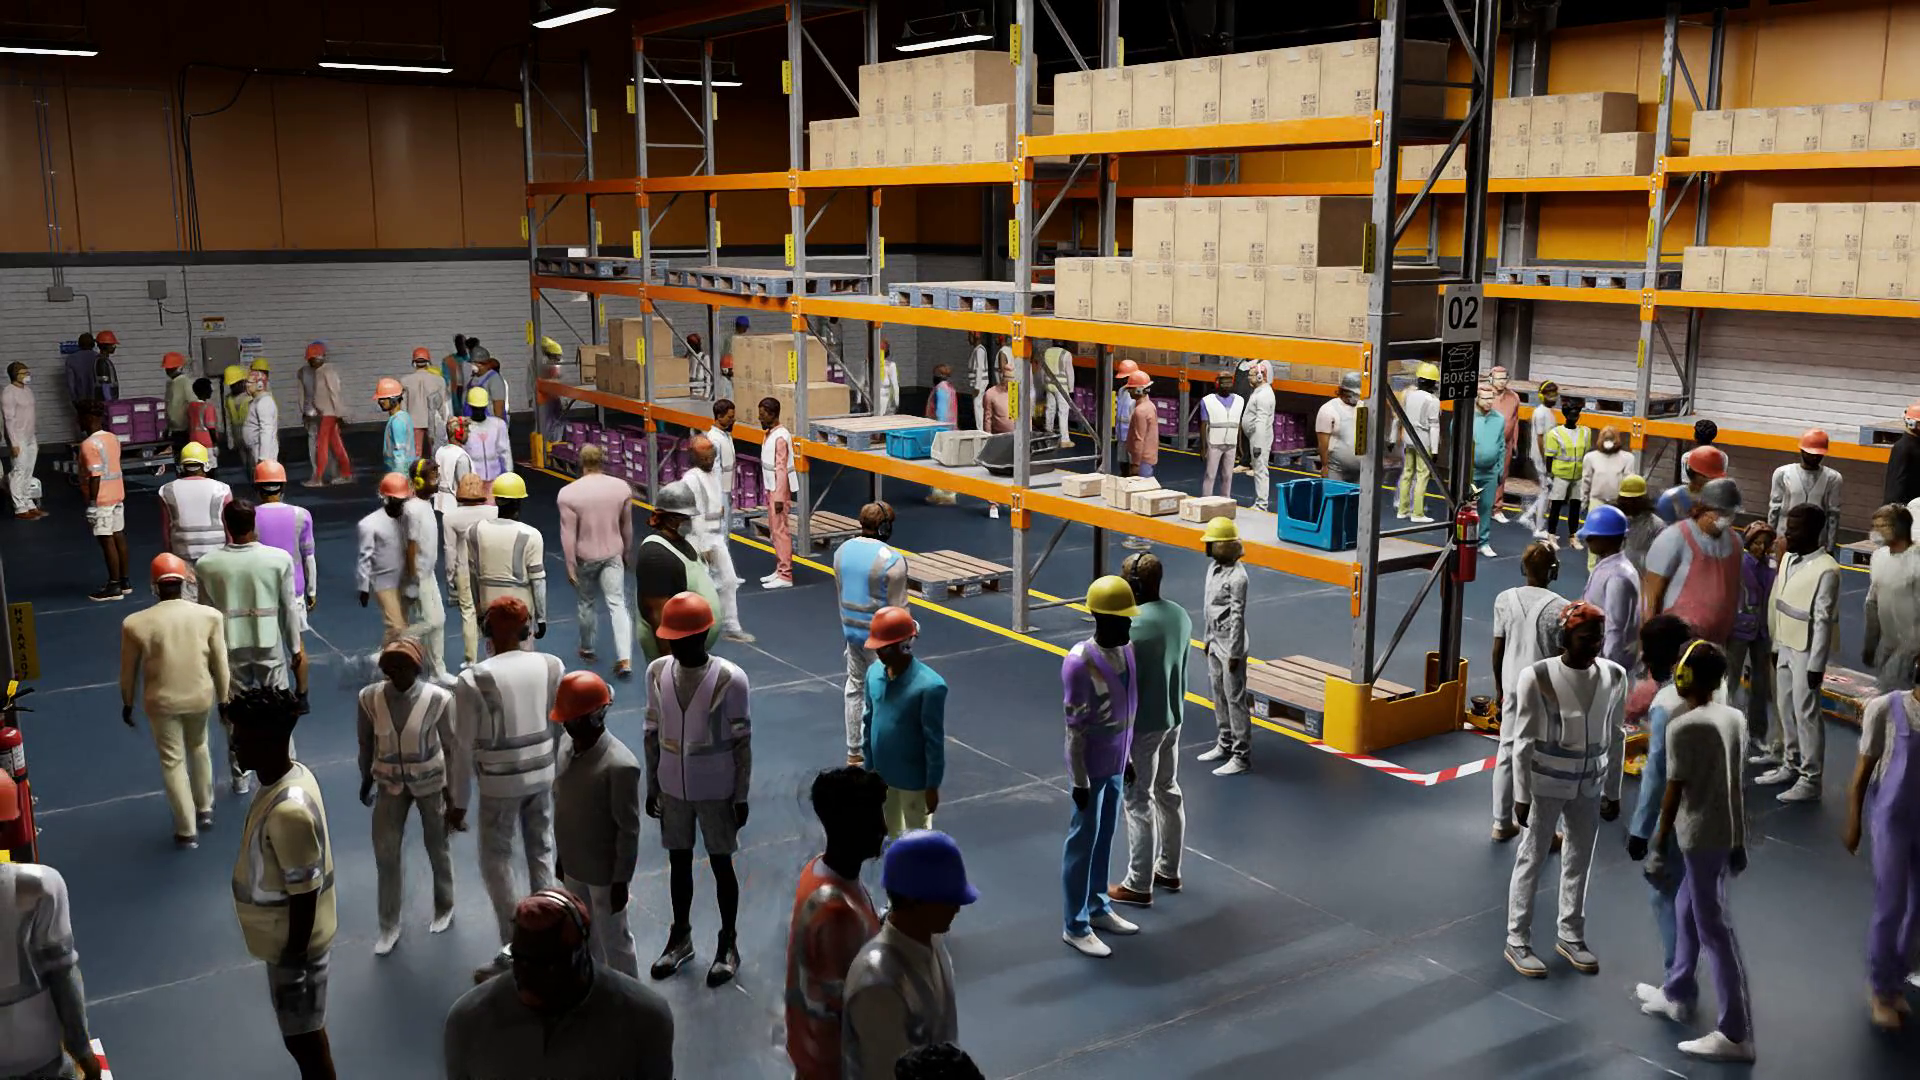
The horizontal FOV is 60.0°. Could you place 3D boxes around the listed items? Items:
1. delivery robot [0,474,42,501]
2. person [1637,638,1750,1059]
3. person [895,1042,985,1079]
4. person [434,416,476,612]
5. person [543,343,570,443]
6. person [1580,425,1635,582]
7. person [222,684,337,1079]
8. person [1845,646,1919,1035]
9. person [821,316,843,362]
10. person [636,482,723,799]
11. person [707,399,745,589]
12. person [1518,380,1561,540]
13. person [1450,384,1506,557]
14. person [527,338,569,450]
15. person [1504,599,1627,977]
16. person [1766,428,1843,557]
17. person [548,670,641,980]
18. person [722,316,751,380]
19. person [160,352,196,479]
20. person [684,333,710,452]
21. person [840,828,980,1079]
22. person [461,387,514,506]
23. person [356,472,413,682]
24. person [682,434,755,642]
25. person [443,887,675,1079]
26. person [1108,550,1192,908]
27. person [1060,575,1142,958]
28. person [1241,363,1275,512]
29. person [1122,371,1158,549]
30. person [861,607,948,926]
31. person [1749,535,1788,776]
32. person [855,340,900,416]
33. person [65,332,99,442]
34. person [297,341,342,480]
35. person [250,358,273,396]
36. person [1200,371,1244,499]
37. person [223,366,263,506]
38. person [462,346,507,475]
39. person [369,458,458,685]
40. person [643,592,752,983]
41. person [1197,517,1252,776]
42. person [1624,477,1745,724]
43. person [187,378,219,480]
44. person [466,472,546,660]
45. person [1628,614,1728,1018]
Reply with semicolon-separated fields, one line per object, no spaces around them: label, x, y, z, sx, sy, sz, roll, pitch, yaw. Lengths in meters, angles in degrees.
delivery robot;-11.846;-0.692;20.967;0.477;0.478;0.707;-9;14;-40
person;3.325;1.368;7.442;0.517;1.829;0.668;-9;14;-37
person;-0.036;2.056;4.202;0.317;1.698;0.540;-11;15;-43
person;-4.718;-0.245;15.622;0.390;1.840;0.562;-10;15;-40
person;-6.233;-2.144;25.564;0.413;1.754;0.530;-8;14;-37
person;6.591;-0.387;16.963;0.511;1.607;0.738;3;12;16
person;-2.570;1.502;6.353;0.361;1.964;0.613;-5;12;-25
person;4.355;1.341;7.523;0.519;1.826;0.615;2;11;8
person;-2.498;-3.650;32.761;0.376;1.958;0.599;7;13;34
person;-1.789;0.623;10.661;0.536;2.000;0.681;0;11;2
person;-2.383;-0.455;16.530;0.401;1.909;0.599;0;11;0
person;6.716;-0.921;19.086;0.471;1.842;0.566;8;14;37
person;5.621;-0.742;18.031;0.649;1.899;0.398;-3;11;-13
person;-6.493;-2.276;26.178;0.640;1.790;0.630;0;11;-2
person;2.959;1.207;8.114;0.575;1.877;0.343;-2;11;-11
person;7.179;-0.003;14.175;0.551;1.926;0.392;4;12;21
person;-1.634;1.416;7.353;0.559;1.747;0.331;10;15;43
person;-3.985;-3.070;29.924;0.802;1.897;0.635;5;12;23
person;-10.014;-1.433;21.364;0.661;1.979;0.420;10;15;43
person;-4.108;-2.268;25.860;0.574;1.886;0.356;8;14;35
person;-0.233;1.779;5.083;0.855;1.913;0.591;4;12;19
person;-5.032;-0.668;17.595;0.600;1.913;0.448;-7;13;-32
person;-4.398;0.324;12.990;0.554;1.730;0.580;7;13;30
person;-2.208;-0.005;14.361;0.655;1.873;0.586;4;12;19
person;-1.102;1.872;4.626;0.642;1.905;0.399;-1;11;-7
person;1.007;1.012;8.969;0.377;1.931;0.629;9;14;39
person;0.727;1.119;8.416;0.381;1.928;0.587;7;13;33
person;3.665;-1.227;20.497;0.399;1.902;0.641;2;11;8
person;2.012;-0.897;18.593;0.408;1.987;0.614;3;11;14
person;-0.313;1.188;8.553;0.575;1.738;0.351;11;15;44
person;5.462;0.764;11.020;0.303;1.621;0.501;2;11;8
person;-1.211;-2.108;25.200;0.624;1.818;0.989;6;13;30
person;-13.183;-2.176;25.252;0.627;1.940;0.372;-2;11;-9
person;-8.985;-1.817;23.403;0.625;1.942;0.418;1;11;5
person;-9.604;-1.632;22.938;0.337;1.757;0.518;1;11;4
person;3.158;-1.130;20.136;0.571;1.843;0.373;-4;12;-19
person;-8.726;-1.196;20.357;0.632;1.884;0.474;4;12;20
person;-6.184;-1.513;21.593;0.535;2.000;0.684;-10;15;-43
person;-4.258;0.267;13.012;0.619;1.849;0.534;-1;11;-3
person;-1.280;1.191;8.027;0.553;1.934;0.364;3;12;16
person;1.753;0.698;11.075;0.356;1.735;0.485;-3;11;-13
person;4.878;0.524;11.170;0.732;2.000;0.707;-4;12;-19
person;-9.437;-1.179;20.780;0.561;1.696;0.321;9;14;37
person;-3.165;0.482;11.702;0.583;1.922;0.394;3;11;13
person;3.422;1.266;7.818;0.678;1.887;0.405;-10;15;-42
